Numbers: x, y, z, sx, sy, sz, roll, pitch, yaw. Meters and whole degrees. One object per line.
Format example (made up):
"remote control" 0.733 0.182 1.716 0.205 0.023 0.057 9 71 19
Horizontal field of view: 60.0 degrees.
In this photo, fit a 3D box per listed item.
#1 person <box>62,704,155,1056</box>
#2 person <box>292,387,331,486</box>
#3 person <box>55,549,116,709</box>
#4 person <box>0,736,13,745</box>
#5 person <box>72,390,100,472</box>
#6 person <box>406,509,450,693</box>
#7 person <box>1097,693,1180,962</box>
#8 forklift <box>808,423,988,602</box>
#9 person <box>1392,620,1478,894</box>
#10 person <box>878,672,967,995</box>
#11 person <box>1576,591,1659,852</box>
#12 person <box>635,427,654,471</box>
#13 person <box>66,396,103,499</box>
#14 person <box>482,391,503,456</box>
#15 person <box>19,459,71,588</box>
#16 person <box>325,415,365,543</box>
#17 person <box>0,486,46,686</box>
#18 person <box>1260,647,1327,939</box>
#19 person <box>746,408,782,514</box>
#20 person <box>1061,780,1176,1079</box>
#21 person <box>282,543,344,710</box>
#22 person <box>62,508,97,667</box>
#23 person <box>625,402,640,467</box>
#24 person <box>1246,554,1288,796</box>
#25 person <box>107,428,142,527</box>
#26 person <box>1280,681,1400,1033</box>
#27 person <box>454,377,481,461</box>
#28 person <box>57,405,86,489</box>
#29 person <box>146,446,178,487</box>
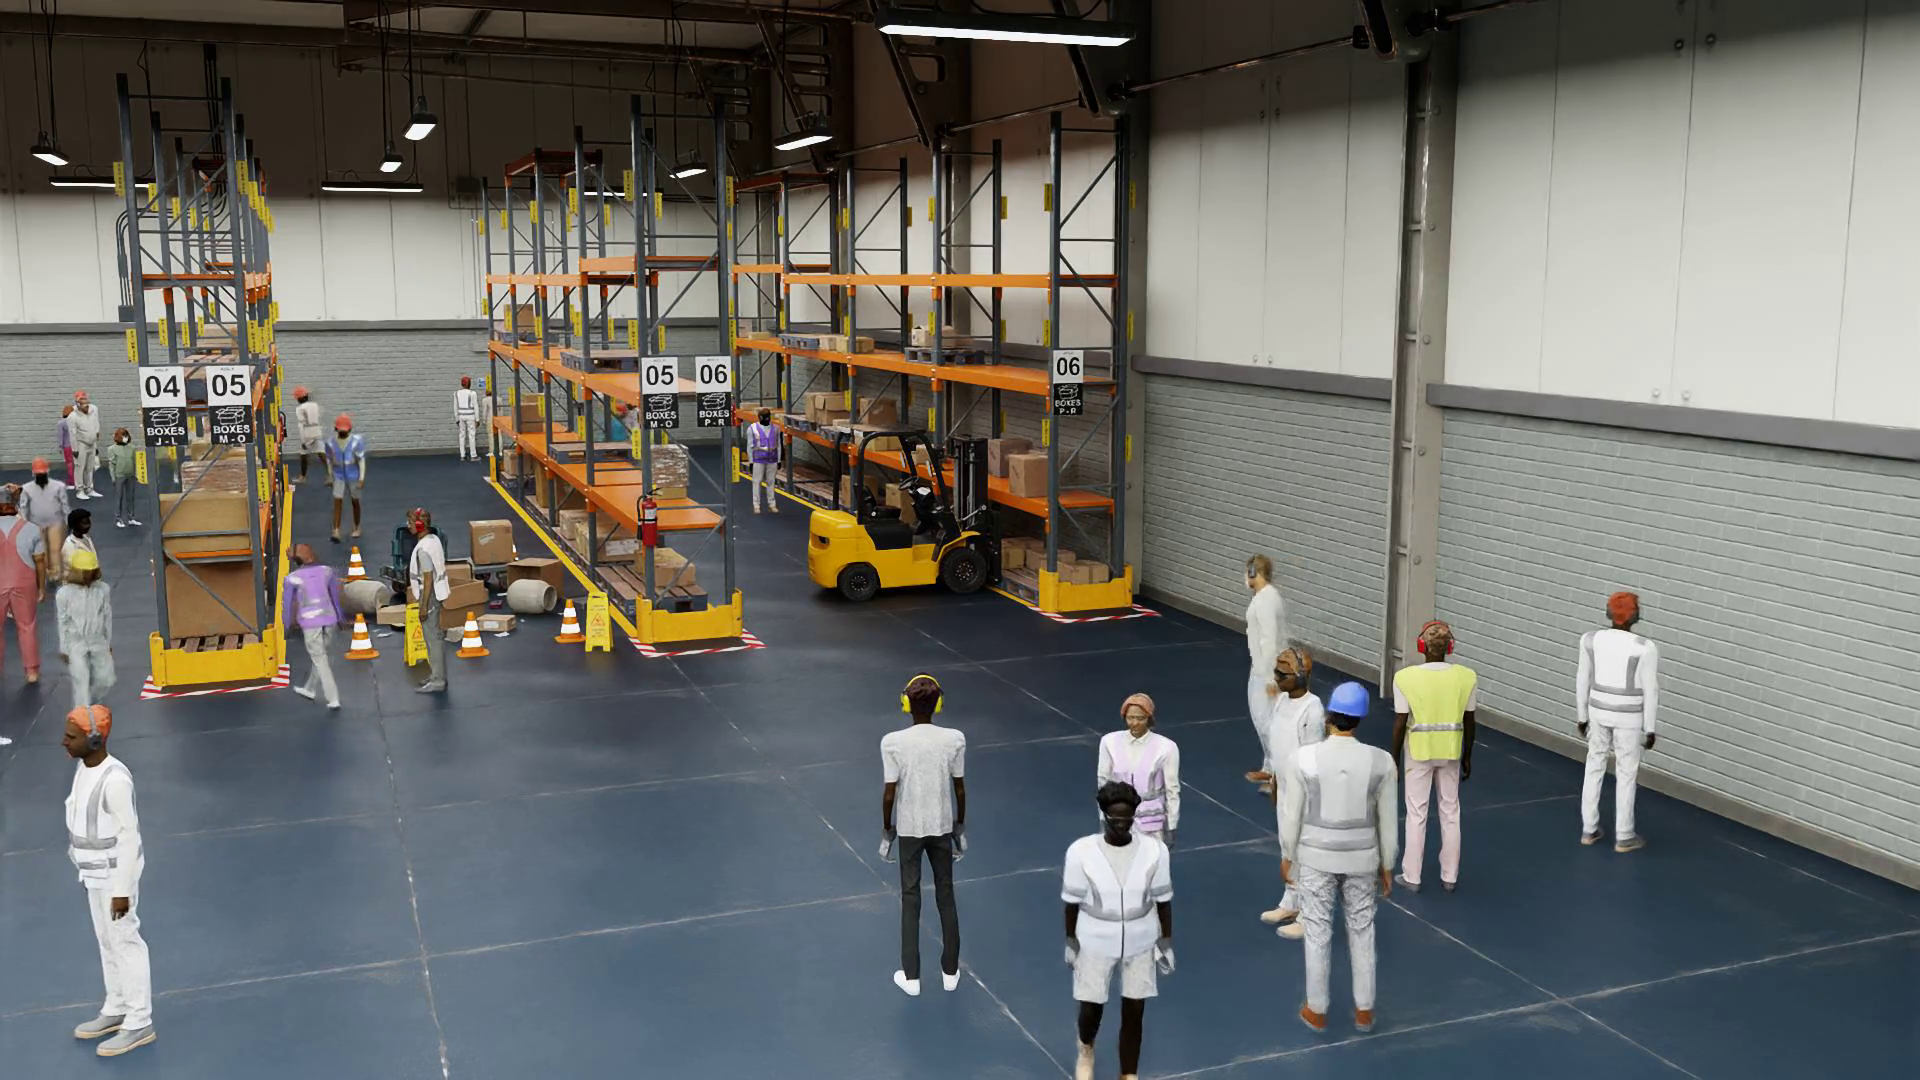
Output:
"person" -4.544 1.793 8.860 0.358 1.882 0.574 -9 12 -43
"person" -12.758 -2.034 32.713 1.075 1.966 0.654 5 10 28
"person" -7.768 0.929 14.795 0.426 1.728 0.489 7 11 37
"person" -8.824 0.900 14.684 0.834 1.829 0.583 1 9 9
"person" -18.409 -2.286 34.984 0.575 1.739 0.349 -1 9 -7
"person" -5.259 0.597 16.511 0.374 1.840 0.571 -2 9 -10
"person" 1.074 1.725 10.075 0.515 1.632 0.312 3 10 21
"forklift" -0.830 -0.399 21.676 2.313 2.155 1.214 -4 10 -21
"person" 3.150 1.456 11.100 0.563 1.843 0.390 0 9 -2
"person" -0.215 1.685 9.573 0.515 1.872 0.333 -2 9 -11
"person" 4.729 1.296 11.979 0.337 1.883 0.583 -9 13 -44
"person" -5.775 -1.542 30.492 0.532 1.669 0.810 -7 11 -36
"person" -16.220 -1.714 30.855 0.400 1.910 0.643 2 9 9
"person" -10.695 -2.726 38.085 0.499 1.633 0.289 -8 12 -41
"person" -12.140 -0.216 22.045 0.594 1.699 0.894 -3 10 -21
"person" -9.549 -0.956 25.867 0.607 1.974 1.012 -2 9 -11
"person" -9.632 0.448 16.828 0.685 2.000 0.535 -7 11 -36
"person" 2.102 1.572 10.416 0.344 1.838 0.501 -3 10 -19
"person" -3.391 -1.372 28.915 0.628 1.842 0.429 -5 10 -27
"person" 0.776 1.993 8.201 0.552 1.688 0.437 -1 9 -5
"person" -6.199 0.815 15.886 0.813 1.588 0.534 7 12 38
"person" -9.298 0.501 17.606 0.320 1.687 0.537 -1 9 -7
"person" -6.448 -1.999 32.933 0.405 1.824 0.585 -3 9 -18
"person" 2.469 1.074 13.368 0.421 1.890 0.798 1 9 8
"person" -13.771 -1.033 27.417 0.285 1.636 0.500 5 10 30
"person" 2.073 1.736 9.101 0.632 1.929 0.416 1 9 4
"person" -10.999 -2.701 37.141 0.585 1.882 0.343 2 9 14
"person" -17.192 -1.793 32.211 0.287 1.631 0.501 8 12 42
"person" -15.775 -2.015 32.812 0.590 1.894 0.847 1 9 6
